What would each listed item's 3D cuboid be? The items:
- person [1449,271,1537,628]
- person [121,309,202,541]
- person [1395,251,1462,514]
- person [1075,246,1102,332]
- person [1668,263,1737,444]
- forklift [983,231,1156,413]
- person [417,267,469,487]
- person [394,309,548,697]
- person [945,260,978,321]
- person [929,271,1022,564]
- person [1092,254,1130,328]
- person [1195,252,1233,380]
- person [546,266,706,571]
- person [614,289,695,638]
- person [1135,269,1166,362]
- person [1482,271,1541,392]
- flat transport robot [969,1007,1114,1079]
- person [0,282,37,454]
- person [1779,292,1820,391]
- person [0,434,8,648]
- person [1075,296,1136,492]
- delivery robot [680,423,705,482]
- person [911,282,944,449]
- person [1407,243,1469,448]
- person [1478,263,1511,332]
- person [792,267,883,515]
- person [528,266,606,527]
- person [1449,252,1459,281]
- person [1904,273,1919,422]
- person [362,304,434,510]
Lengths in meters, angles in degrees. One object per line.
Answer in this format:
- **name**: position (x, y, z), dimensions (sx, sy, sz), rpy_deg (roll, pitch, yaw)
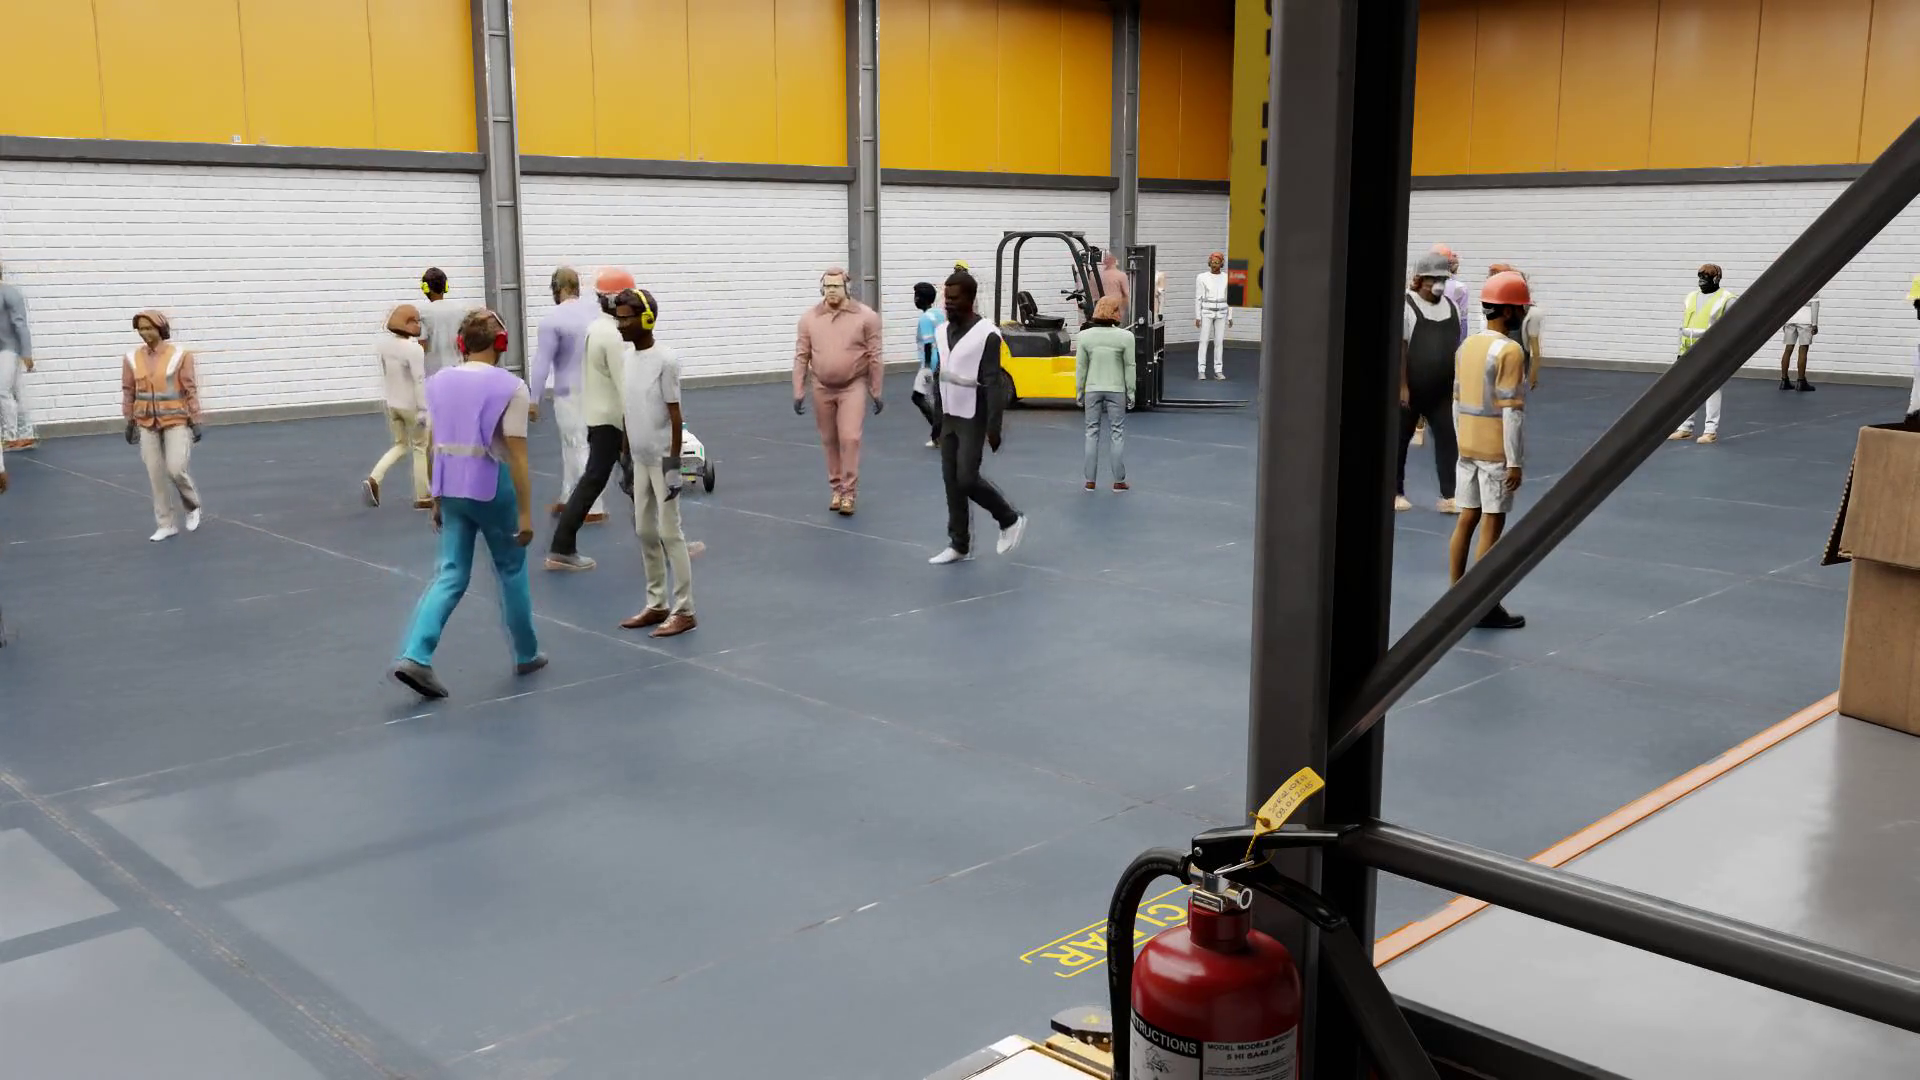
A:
- **person**: position (2.918, -0.491, 9.101), dimensions (0.377, 1.936, 0.549), rpy_deg (-3, 11, -14)
- **person**: position (-5.586, -0.799, 11.636), dimensions (0.536, 1.622, 0.371), rpy_deg (0, 10, 2)
- **person**: position (3.585, -1.200, 12.690), dimensions (0.696, 2.000, 0.884), rpy_deg (-3, 11, -17)
- **person**: position (2.152, -3.862, 27.415), dimensions (0.368, 1.963, 0.603), rpy_deg (-9, 14, -41)
- **person**: position (7.663, -1.919, 17.154), dimensions (0.429, 1.844, 0.627), rpy_deg (-6, 12, -30)
- **forklift**: position (1.222, -2.721, 20.561), dimensions (2.313, 2.155, 1.214), rpy_deg (2, 11, 13)
- **person**: position (-4.390, -1.368, 14.087), dimensions (0.520, 1.865, 0.327), rpy_deg (-10, 15, -44)
- **person**: position (-2.289, -0.174, 7.798), dimensions (0.604, 1.799, 0.912), rpy_deg (4, 11, 19)
- **person**: position (0.026, -3.418, 25.549), dimensions (0.526, 1.762, 0.327), rpy_deg (3, 11, 17)
- **person**: position (0.078, -0.787, 10.819), dimensions (0.547, 1.906, 0.601), rpy_deg (-7, 13, -35)
- **person**: position (2.433, -3.673, 26.752), dimensions (1.019, 1.842, 0.639), rpy_deg (-9, 13, -39)
- **person**: position (3.761, -3.308, 24.611), dimensions (0.575, 1.883, 0.362), rpy_deg (-1, 10, -5)
- **person**: position (-2.191, -0.765, 10.606), dimensions (1.047, 1.939, 0.646), rpy_deg (-4, 11, -19)
- **person**: position (-1.647, -0.407, 8.891), dimensions (0.332, 1.855, 0.512), rpy_deg (-10, 14, -44)
- **person**: position (3.010, -3.710, 26.721), dimensions (0.587, 1.917, 0.409), rpy_deg (7, 12, 33)
- **person**: position (4.925, -1.530, 15.132), dimensions (0.959, 1.793, 0.530), rpy_deg (-9, 14, -40)
- **flat transport robot**: position (0.055, 1.376, 3.470), dimensions (0.652, 0.197, 1.431), rpy_deg (10, 14, 43)
- **person**: position (-9.418, -1.800, 16.269), dimensions (0.676, 1.921, 0.724), rpy_deg (5, 12, 26)
- **person**: position (11.554, -3.013, 22.852), dimensions (0.361, 1.939, 0.542), rpy_deg (-5, 12, -26)
- **person**: position (-5.221, -0.355, 8.506), dimensions (0.578, 1.880, 0.645), rpy_deg (-6, 12, -28)
- **person**: position (1.215, -1.215, 13.878), dimensions (0.507, 1.632, 0.265), rpy_deg (3, 11, 14)
- **delivery robot**: position (-2.360, -0.748, 14.020), dimensions (0.477, 0.478, 0.707), rpy_deg (-3, 11, -15)
- **person**: position (-0.269, -1.711, 16.479), dimensions (0.393, 1.676, 0.546), rpy_deg (3, 11, 17)
- **person**: position (4.775, -1.943, 16.720), dimensions (0.615, 2.047, 0.357), rpy_deg (1, 10, 8)
- **person**: position (5.145, -1.715, 15.955), dimensions (0.430, 1.868, 0.588), rpy_deg (-5, 11, -25)
- **person**: position (-0.964, -1.122, 12.685), dimensions (0.680, 1.877, 0.811), rpy_deg (2, 11, 11)
- **person**: position (-2.895, -1.061, 12.307), dimensions (0.795, 1.893, 0.755), rpy_deg (6, 12, 30)
- **person**: position (6.327, -2.776, 21.637), dimensions (0.410, 1.912, 0.642), rpy_deg (1, 10, 4)
- **person**: position (6.824, -0.936, 11.665), dimensions (0.491, 1.895, 0.594), rpy_deg (3, 11, 16)
- **person**: position (-4.300, -1.006, 12.788), dimensions (0.517, 1.614, 0.589), rpy_deg (7, 13, 35)
